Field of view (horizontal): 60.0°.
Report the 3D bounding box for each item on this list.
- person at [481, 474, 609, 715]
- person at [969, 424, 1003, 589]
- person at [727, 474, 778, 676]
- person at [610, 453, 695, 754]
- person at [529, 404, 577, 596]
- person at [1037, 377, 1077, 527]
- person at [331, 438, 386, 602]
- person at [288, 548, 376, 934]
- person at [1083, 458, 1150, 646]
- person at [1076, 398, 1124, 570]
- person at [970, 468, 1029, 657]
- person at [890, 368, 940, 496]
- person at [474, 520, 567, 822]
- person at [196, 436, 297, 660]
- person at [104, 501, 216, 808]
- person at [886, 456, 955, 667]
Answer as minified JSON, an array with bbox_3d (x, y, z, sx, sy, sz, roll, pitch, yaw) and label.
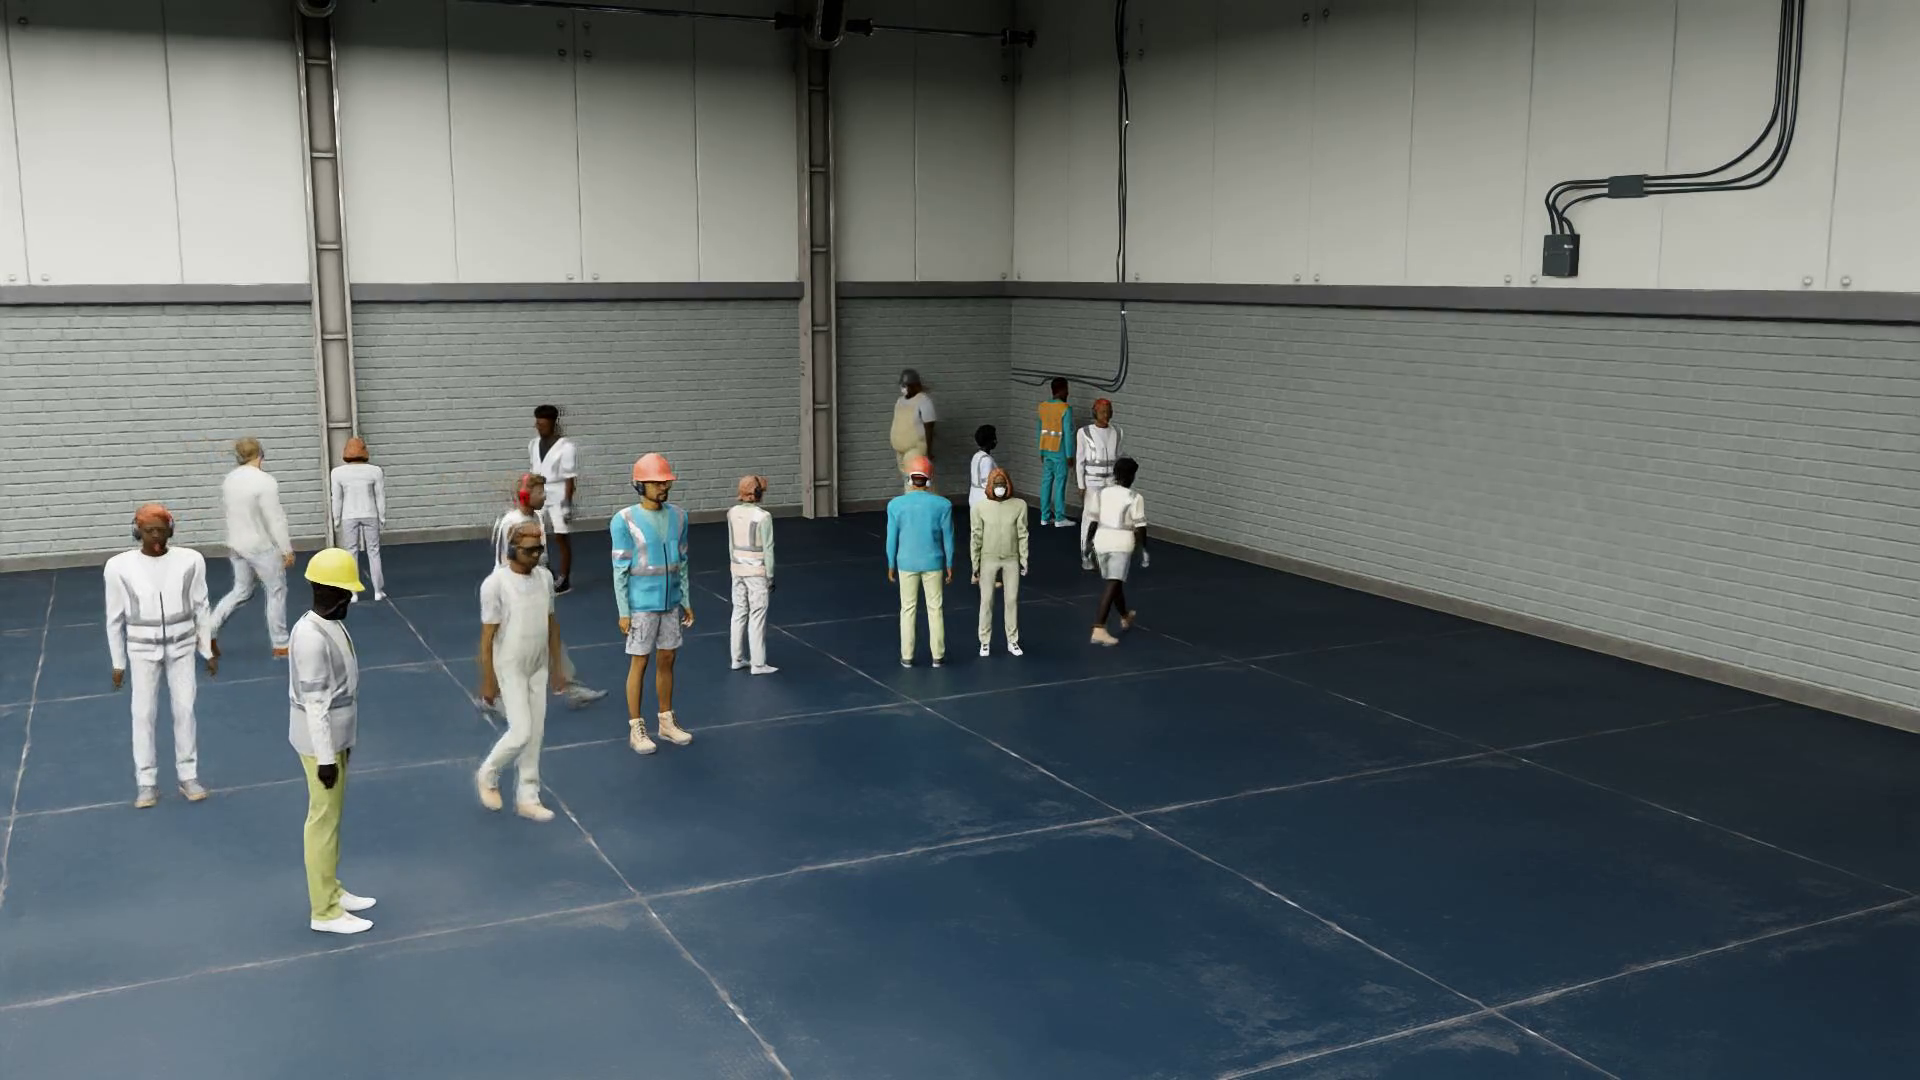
[{"bbox_3d":[-3.124,0.415,12.235,0.969,1.794,0.593,2,9,11],"label":"person"},{"bbox_3d":[0.262,-0.349,17.234,0.320,1.698,0.531,-2,9,-14],"label":"person"},{"bbox_3d":[-1.695,0.283,13.548,0.519,1.632,0.311,8,12,41],"label":"person"},{"bbox_3d":[-2.082,0.426,11.385,0.368,2.048,0.608,9,13,42],"label":"person"},{"bbox_3d":[-4.145,-0.391,16.703,0.645,1.947,0.536,5,11,30],"label":"person"},{"bbox_3d":[1.223,-1.130,21.375,0.391,1.916,0.590,-8,12,-39],"label":"person"},{"bbox_3d":[-5.958,-0.198,16.501,0.503,1.631,0.283,-3,10,-20],"label":"person"},{"bbox_3d":[-3.132,0.990,8.310,0.392,1.917,0.589,-2,9,-13],"label":"person"},{"bbox_3d":[1.415,0.081,14.809,0.588,1.611,0.943,8,12,42],"label":"person"},{"bbox_3d":[1.549,-0.619,18.315,0.573,1.887,0.356,-4,10,-23],"label":"person"},{"bbox_3d":[0.337,0.190,14.141,0.499,1.627,0.279,-1,9,-8],"label":"person"},{"bbox_3d":[-0.583,-1.297,22.022,0.887,2.000,0.687,-8,12,-40],"label":"person"},{"bbox_3d":[-2.627,0.780,9.896,0.469,1.827,0.509,6,11,33],"label":"person"},{"bbox_3d":[-5.950,0.097,13.886,0.708,1.905,0.800,8,12,41],"label":"person"},{"bbox_3d":[-4.915,0.695,10.240,0.582,1.882,0.345,-6,11,-33],"label":"person"},{"bbox_3d":[-0.325,0.181,13.797,0.573,1.749,0.343,0,9,0],"label":"person"}]
